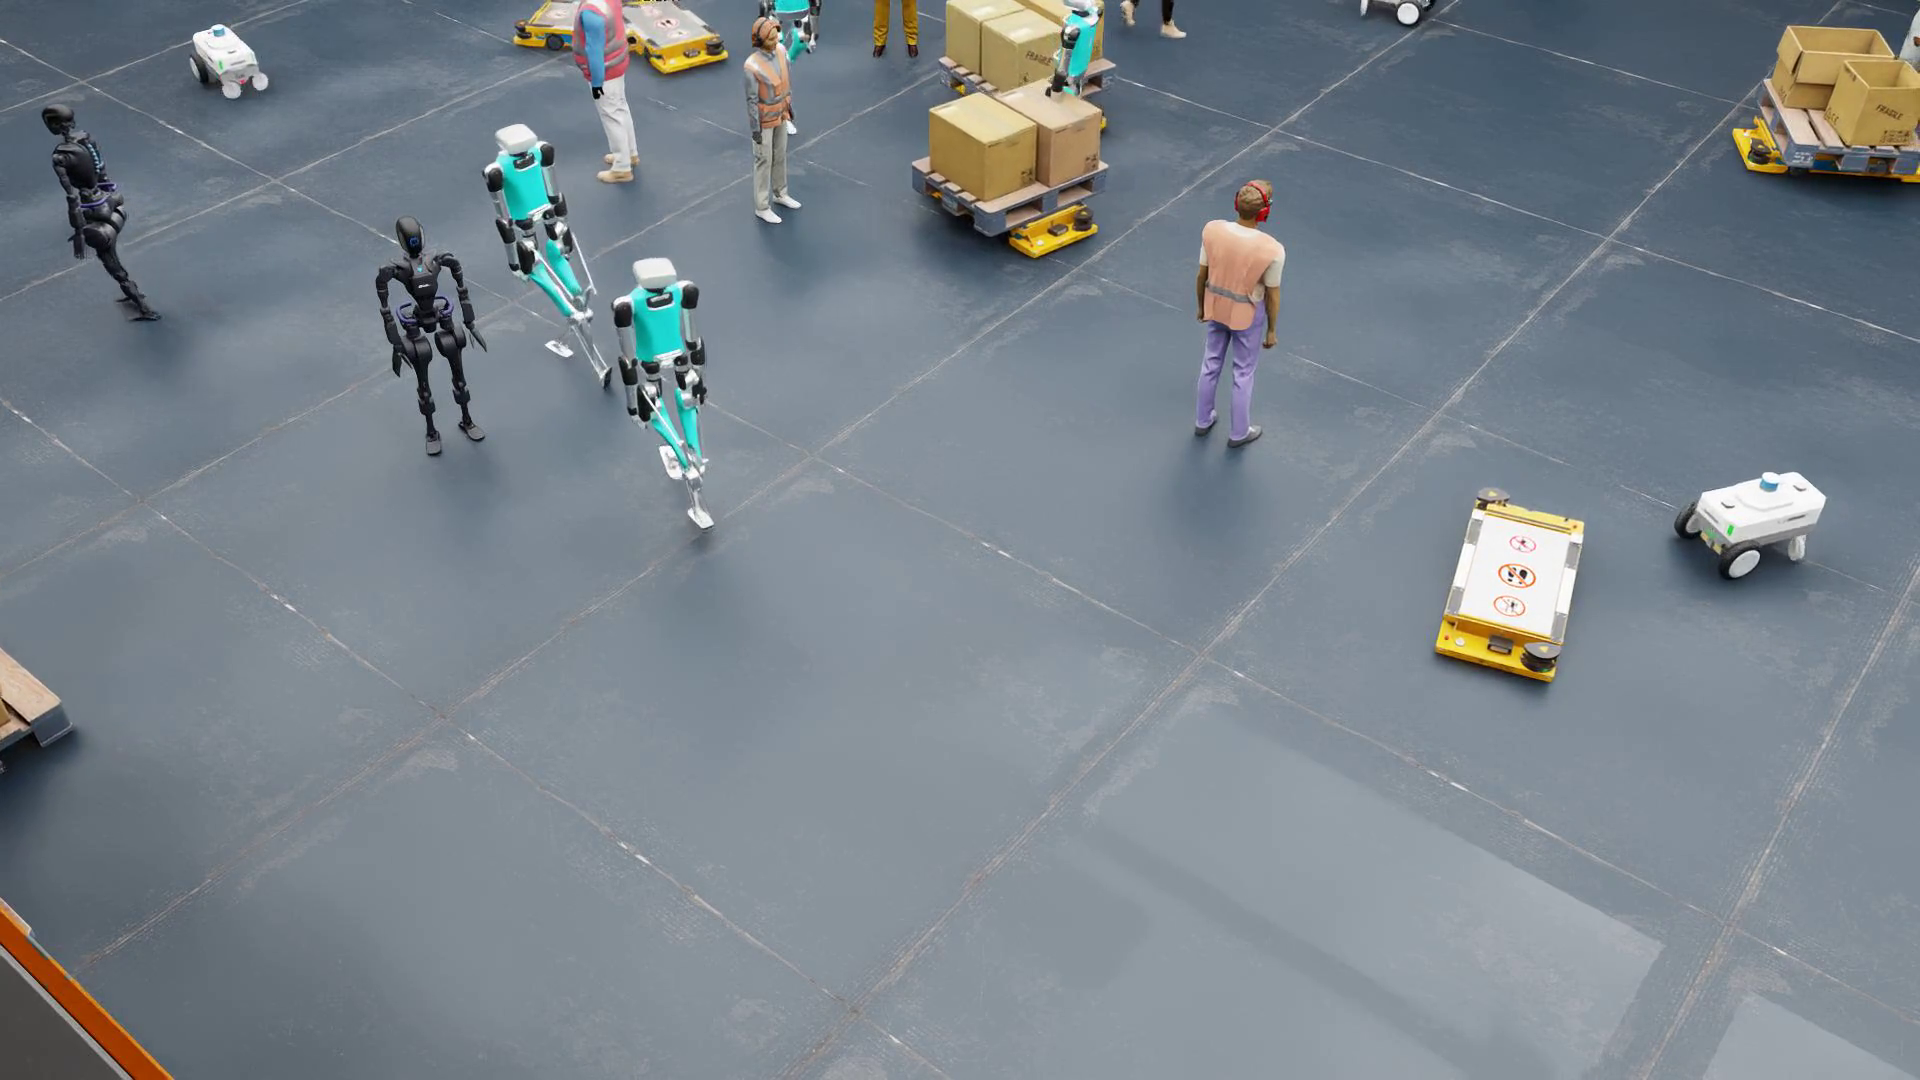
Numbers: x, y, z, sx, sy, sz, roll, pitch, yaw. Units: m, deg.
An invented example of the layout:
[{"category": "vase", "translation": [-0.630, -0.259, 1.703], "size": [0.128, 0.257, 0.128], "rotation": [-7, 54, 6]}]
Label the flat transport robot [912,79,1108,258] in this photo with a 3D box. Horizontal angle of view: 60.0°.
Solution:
[{"category": "flat transport robot", "translation": [0.386, -2.699, 13.253], "size": [0.659, 0.231, 1.431], "rotation": [-27, 47, -28]}]

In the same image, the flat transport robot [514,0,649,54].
[{"category": "flat transport robot", "translation": [-3.452, -4.874, 15.811], "size": [1.431, 0.231, 0.659], "rotation": [6, 41, 7]}]

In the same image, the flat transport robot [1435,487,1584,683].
[{"category": "flat transport robot", "translation": [3.262, 0.237, 9.799], "size": [0.659, 0.231, 1.431], "rotation": [15, 43, 17]}]

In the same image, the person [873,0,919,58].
[{"category": "person", "translation": [-0.595, -5.258, 15.117], "size": [0.523, 1.755, 0.340], "rotation": [1, 40, 1]}]

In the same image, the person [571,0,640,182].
[{"category": "person", "translation": [-2.860, -3.774, 13.316], "size": [0.431, 1.835, 0.628], "rotation": [1, 40, 1]}]

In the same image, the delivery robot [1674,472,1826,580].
[{"category": "delivery robot", "translation": [4.768, -0.121, 10.014], "size": [0.786, 0.614, 0.523], "rotation": [-12, 42, -14]}]

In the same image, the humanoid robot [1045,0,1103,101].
[{"category": "humanoid robot", "translation": [0.677, -3.474, 13.080], "size": [0.797, 1.835, 0.538], "rotation": [19, 44, 21]}]

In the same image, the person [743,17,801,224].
[{"category": "person", "translation": [-1.466, -3.249, 12.849], "size": [0.314, 1.632, 0.520], "rotation": [18, 44, 20]}]

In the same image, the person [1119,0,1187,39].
[{"category": "person", "translation": [1.833, -5.451, 15.424], "size": [0.637, 1.659, 0.562], "rotation": [6, 41, 7]}]

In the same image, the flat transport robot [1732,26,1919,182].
[{"category": "flat transport robot", "translation": [7.292, -3.272, 13.927], "size": [1.431, 0.231, 0.659], "rotation": [6, 41, 6]}]

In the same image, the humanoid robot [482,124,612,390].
[{"category": "humanoid robot", "translation": [-2.620, -1.840, 11.124], "size": [0.932, 1.774, 0.545], "rotation": [29, 48, 30]}]

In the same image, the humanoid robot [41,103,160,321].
[{"category": "humanoid robot", "translation": [-6.074, -2.274, 11.674], "size": [0.449, 1.645, 0.614], "rotation": [1, 40, 1]}]

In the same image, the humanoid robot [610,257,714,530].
[{"category": "humanoid robot", "translation": [-1.665, -0.790, 9.898], "size": [0.554, 1.739, 1.058], "rotation": [-23, 45, -25]}]

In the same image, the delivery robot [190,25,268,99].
[{"category": "delivery robot", "translation": [-6.589, -4.340, 14.949], "size": [0.512, 0.577, 0.739], "rotation": [-26, 47, -28]}]

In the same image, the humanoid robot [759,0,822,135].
[{"category": "humanoid robot", "translation": [-1.511, -4.351, 14.104], "size": [0.576, 1.820, 0.911], "rotation": [-16, 43, -18]}]

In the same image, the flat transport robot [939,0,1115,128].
[{"category": "flat transport robot", "translation": [0.594, -3.899, 14.664], "size": [0.659, 0.231, 1.431], "rotation": [-24, 46, -26]}]

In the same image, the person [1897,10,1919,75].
[{"category": "person", "translation": [8.226, -4.363, 14.080], "size": [0.484, 1.735, 0.337], "rotation": [-26, 47, -27]}]

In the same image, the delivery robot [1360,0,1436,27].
[{"category": "delivery robot", "translation": [4.237, -5.356, 16.144], "size": [0.747, 0.576, 0.514], "rotation": [20, 44, 22]}]

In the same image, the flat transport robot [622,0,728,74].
[{"category": "flat transport robot", "translation": [-2.809, -4.811, 15.737], "size": [0.659, 0.231, 1.431], "rotation": [-22, 45, -24]}]

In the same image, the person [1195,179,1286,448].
[{"category": "person", "translation": [1.735, -1.407, 10.515], "size": [0.563, 1.844, 0.385], "rotation": [26, 47, 27]}]

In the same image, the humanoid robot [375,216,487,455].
[{"category": "humanoid robot", "translation": [-3.329, -1.307, 10.516], "size": [0.599, 1.659, 0.315], "rotation": [-20, 44, -22]}]
